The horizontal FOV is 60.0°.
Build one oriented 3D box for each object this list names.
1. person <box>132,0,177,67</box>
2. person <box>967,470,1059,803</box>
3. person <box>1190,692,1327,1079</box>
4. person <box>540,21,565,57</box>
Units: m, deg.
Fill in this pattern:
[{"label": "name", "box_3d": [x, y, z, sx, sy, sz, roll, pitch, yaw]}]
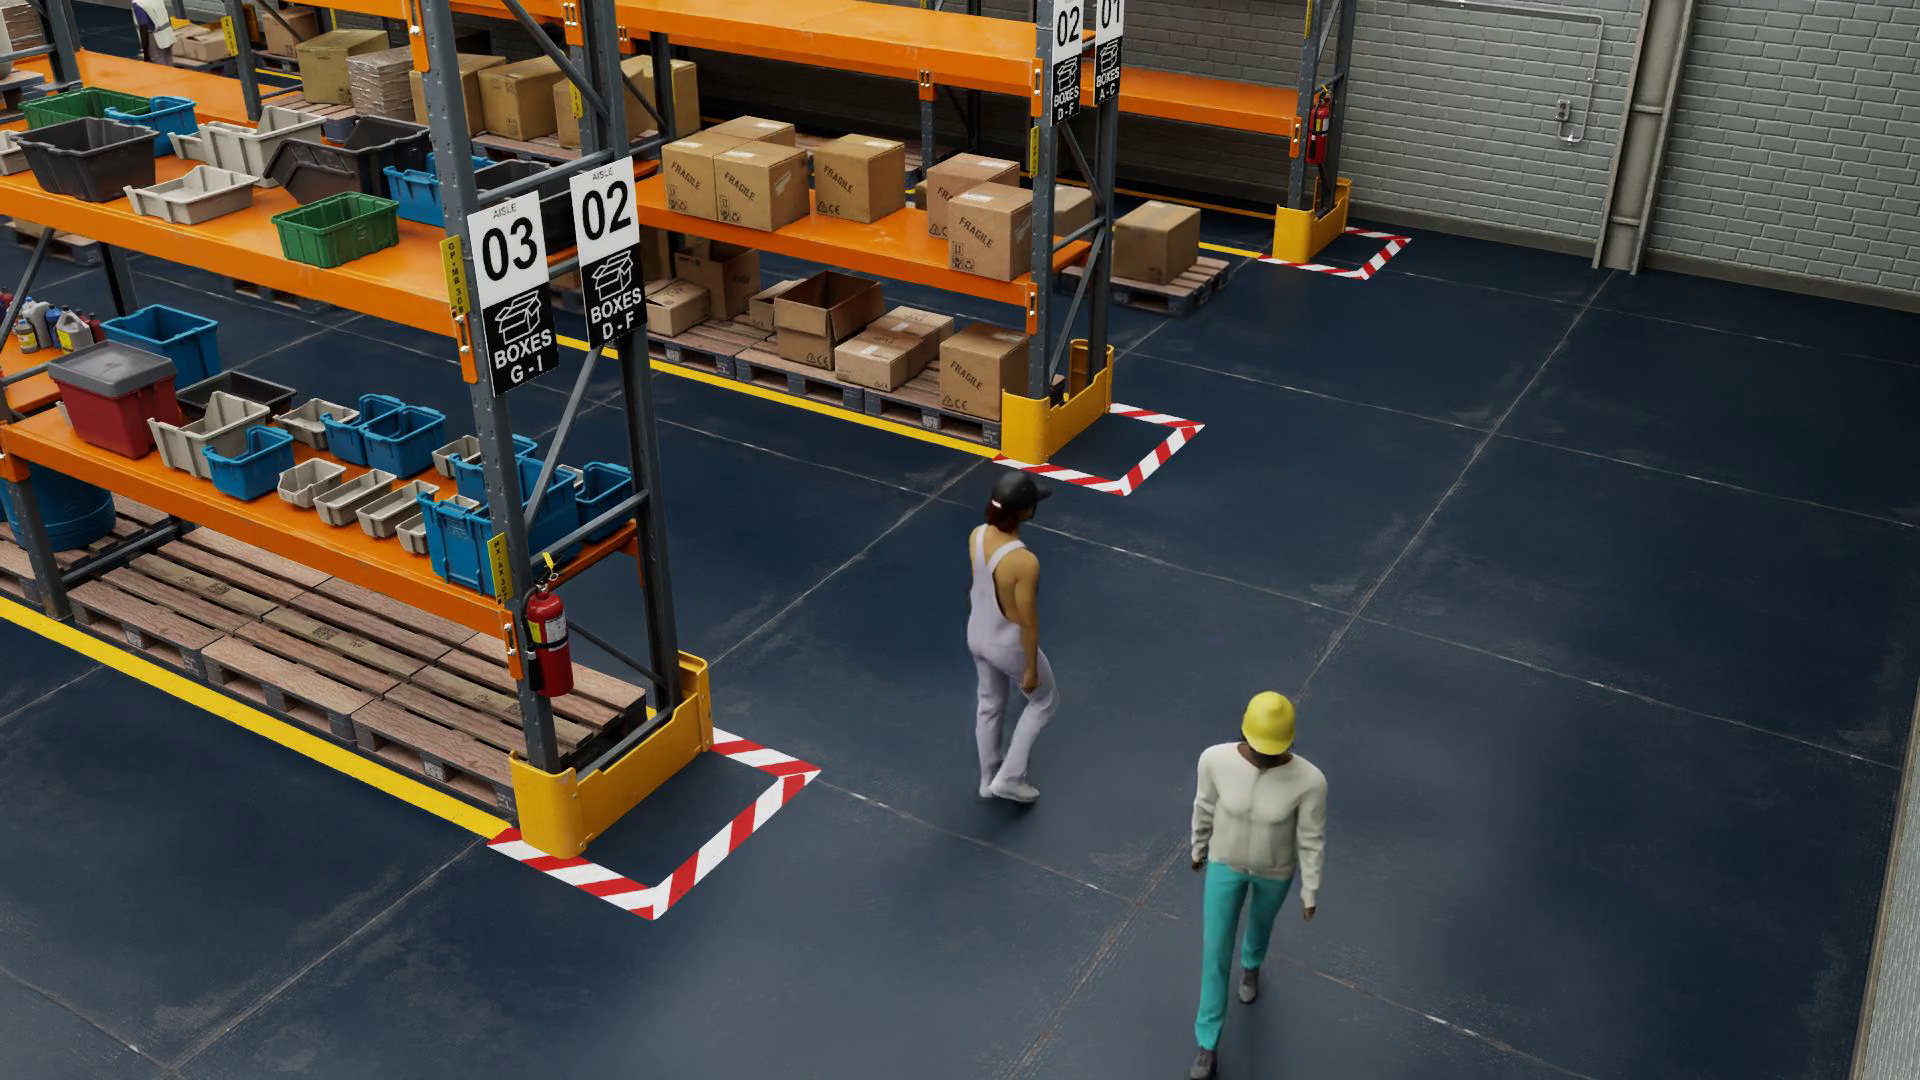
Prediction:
[{"label": "person", "box_3d": [-9.280, -5.699, 19.250, 0.386, 1.838, 0.565, 0, 29, 1]}, {"label": "person", "box_3d": [0.250, 0.486, 8.146, 0.406, 1.850, 0.510, -24, 37, -37]}, {"label": "person", "box_3d": [1.180, 1.357, 6.696, 0.539, 1.719, 0.925, 7, 30, 12]}, {"label": "person", "box_3d": [-4.158, -4.510, 17.257, 0.315, 1.696, 0.539, -10, 31, -17]}]
